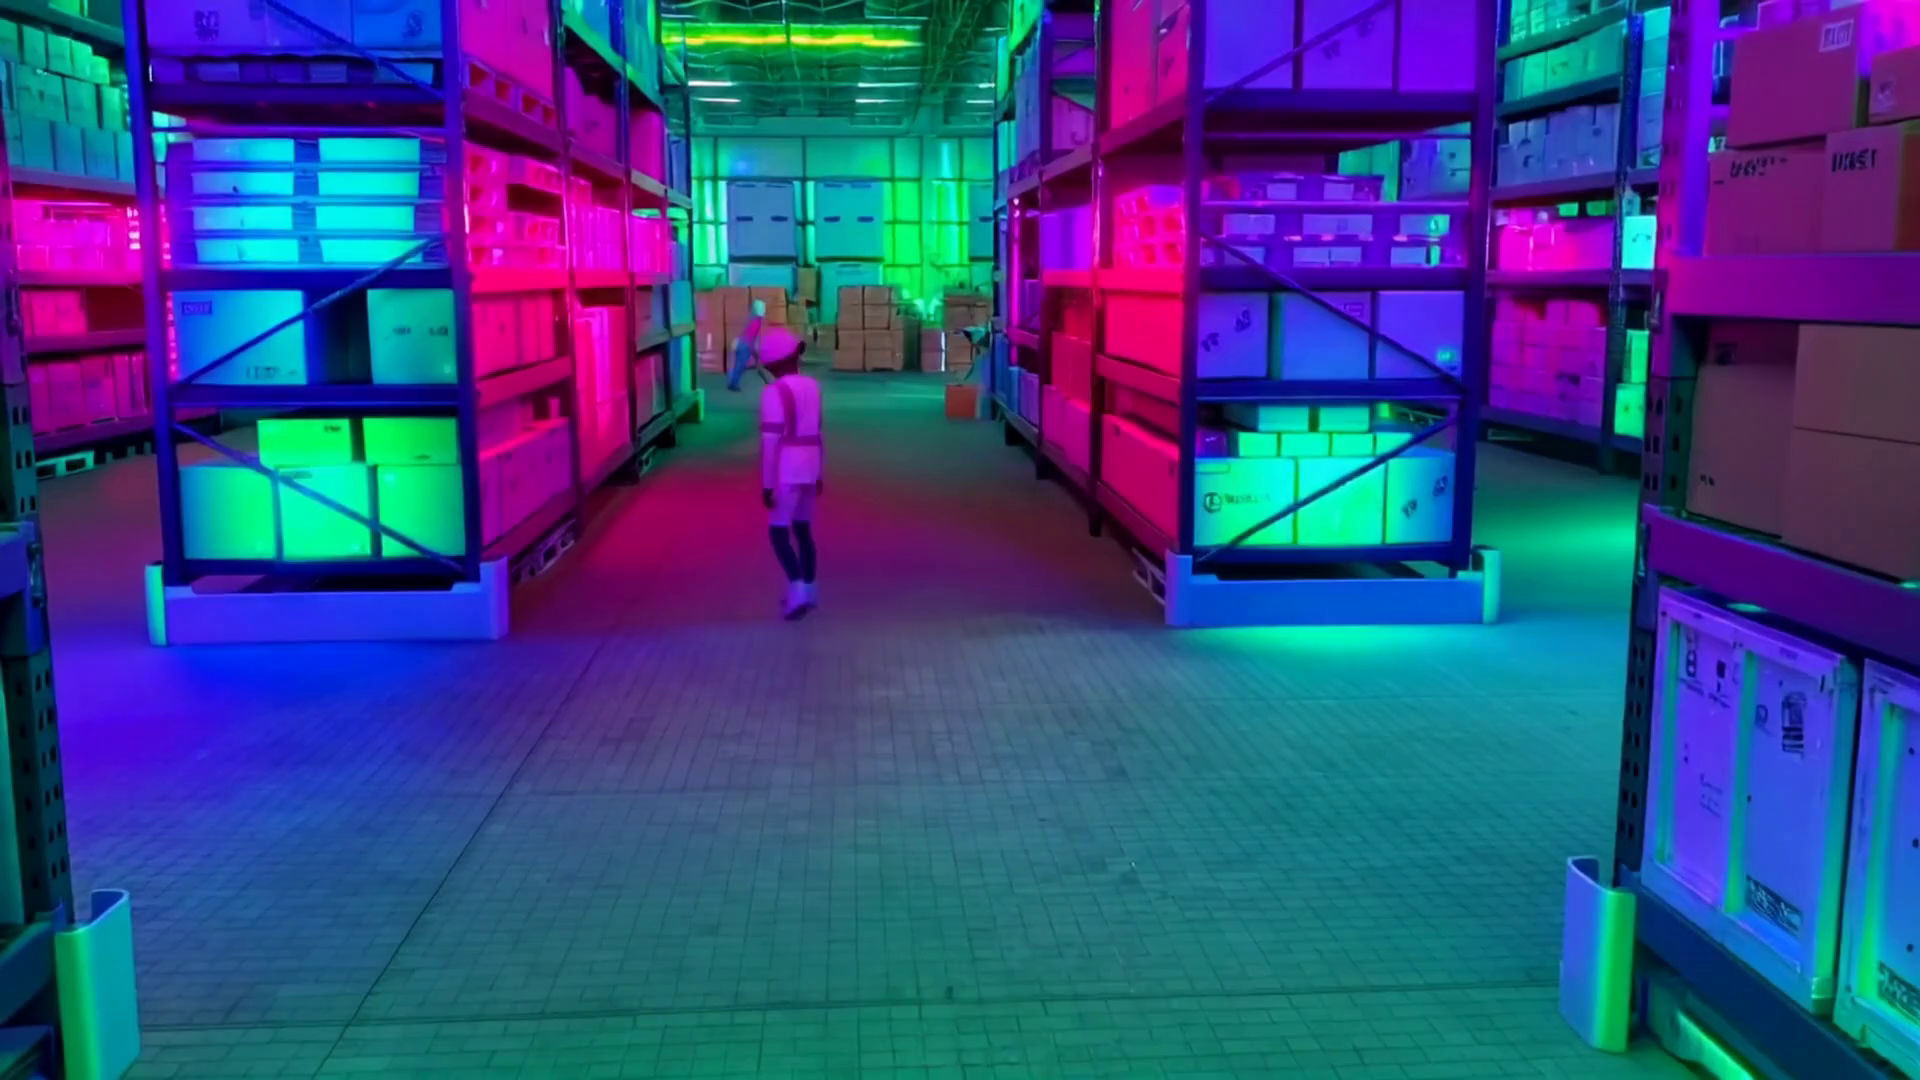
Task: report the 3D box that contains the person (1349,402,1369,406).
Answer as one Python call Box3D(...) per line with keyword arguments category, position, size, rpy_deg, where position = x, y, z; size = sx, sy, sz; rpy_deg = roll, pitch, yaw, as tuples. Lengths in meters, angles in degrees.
Box3D(category="person", position=(6.081, -2.648, 25.310), size=(0.628, 1.977, 0.675), rpy_deg=(0, 9, 0))

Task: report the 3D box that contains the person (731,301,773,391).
Box3D(category="person", position=(-4.183, -3.929, 33.799), size=(1.076, 1.836, 0.602), rpy_deg=(-4, 10, -24))

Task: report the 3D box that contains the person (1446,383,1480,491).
Box3D(category="person", position=(5.511, -1.361, 18.268), size=(0.314, 1.637, 0.514), rpy_deg=(0, 9, -1))

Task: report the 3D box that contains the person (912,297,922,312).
Box3D(category="person", position=(-1.511, -7.623, 57.736), size=(0.881, 1.570, 0.521), rpy_deg=(-3, 10, -19))

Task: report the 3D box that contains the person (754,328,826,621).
Box3D(category="person", position=(-1.108, -0.448, 11.441), size=(0.659, 2.006, 0.704), rpy_deg=(6, 11, 35))

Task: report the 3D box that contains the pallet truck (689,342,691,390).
Box3D(category="pallet truck", position=(-5.225, -3.008, 27.480), size=(1.885, 1.965, 0.823), rpy_deg=(2, 9, 14))

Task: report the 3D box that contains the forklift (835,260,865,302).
Box3D(category="forklift", position=(-3.422, -7.311, 51.737), size=(1.129, 2.768, 1.873), rpy_deg=(-1, 9, -4))
